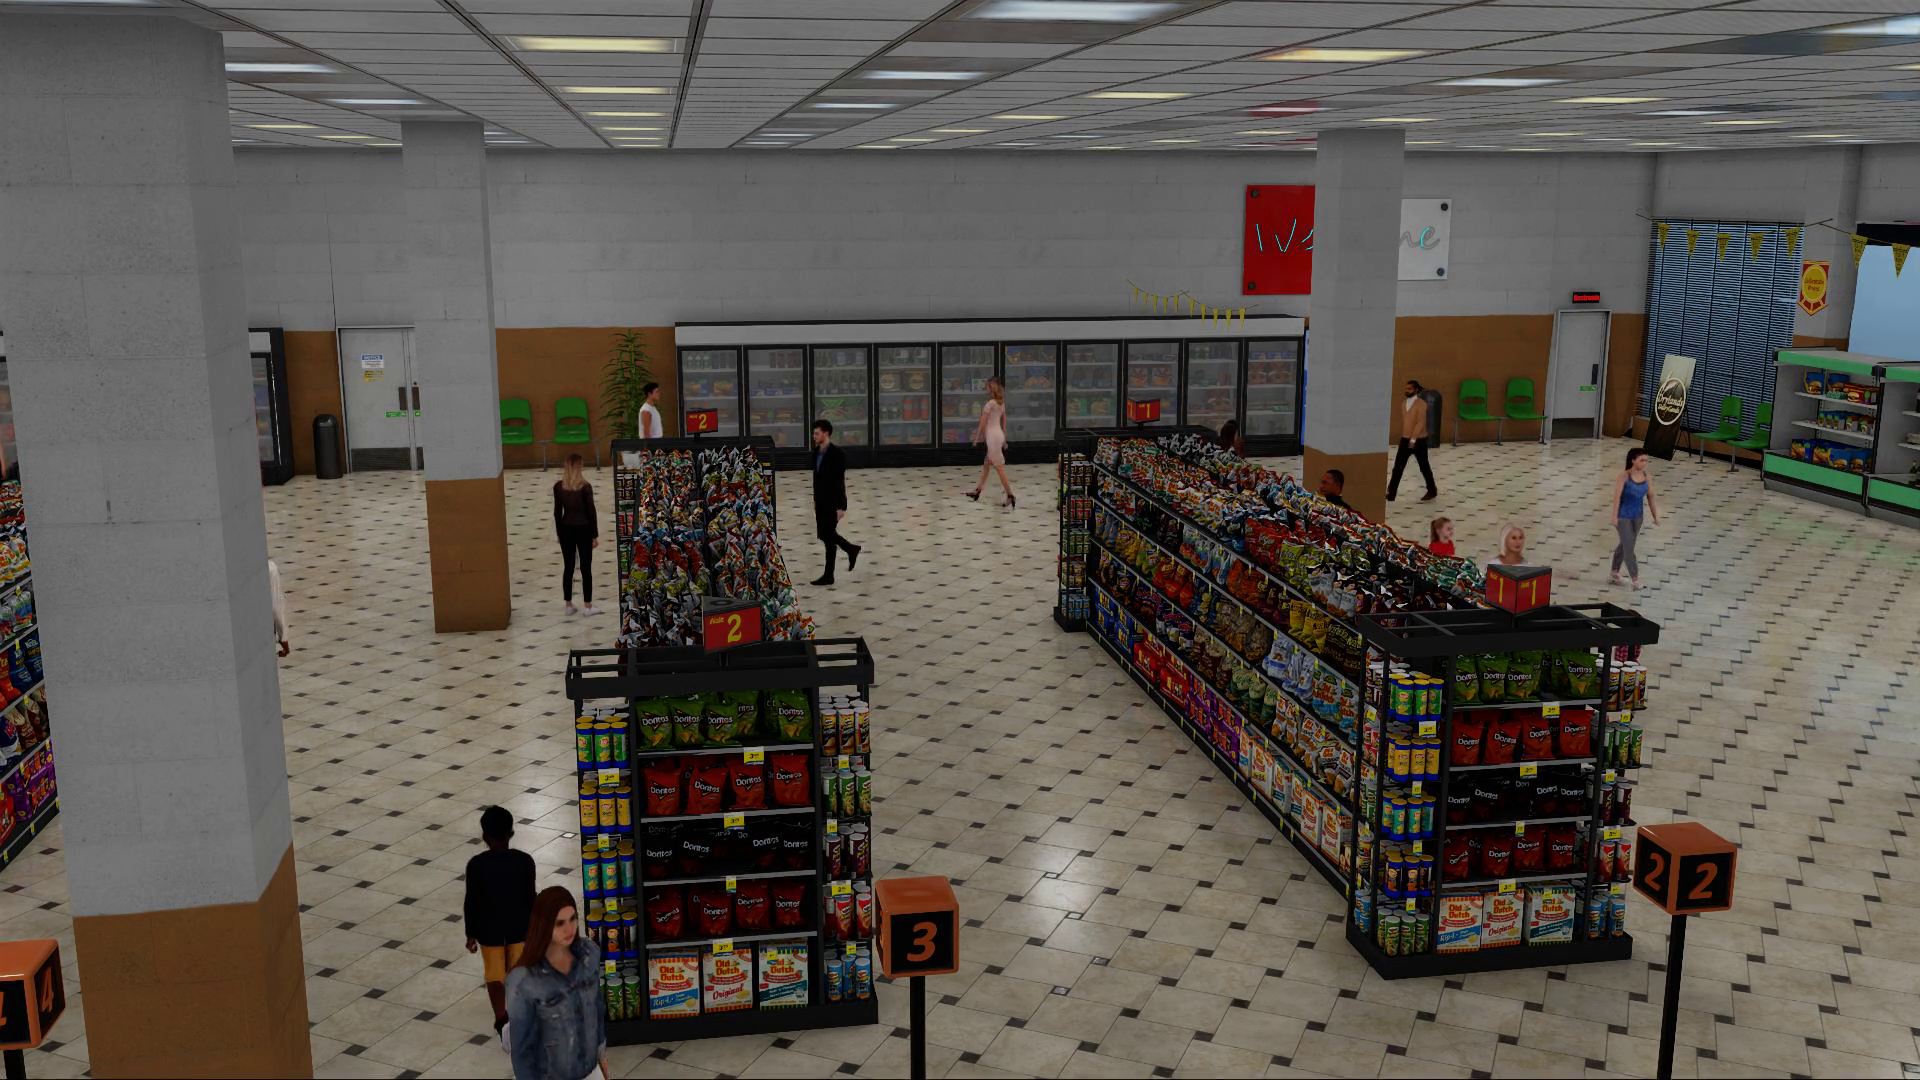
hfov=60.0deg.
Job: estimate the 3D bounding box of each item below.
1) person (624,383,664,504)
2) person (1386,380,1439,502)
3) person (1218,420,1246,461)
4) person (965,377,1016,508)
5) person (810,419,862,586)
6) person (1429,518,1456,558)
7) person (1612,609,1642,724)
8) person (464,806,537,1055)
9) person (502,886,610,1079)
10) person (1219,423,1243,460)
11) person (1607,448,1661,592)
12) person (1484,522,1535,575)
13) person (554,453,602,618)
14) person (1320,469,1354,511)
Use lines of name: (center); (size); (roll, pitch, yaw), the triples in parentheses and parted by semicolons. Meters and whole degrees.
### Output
person: (-4.344, -1.267, 22.910); (0.864, 1.760, 1.093); (1, 12, 3)
person: (6.492, -1.367, 23.511); (1.009, 1.708, 1.207); (-7, 14, -30)
person: (3.762, -1.051, 23.106); (0.566, 1.256, 0.543); (1, 12, 5)
person: (0.560, -1.307, 23.058); (1.114, 1.777, 1.071); (8, 14, 32)
person: (-1.394, -0.431, 18.694); (1.083, 1.861, 1.099); (-10, 16, -40)
person: (4.611, 0.417, 16.147); (0.947, 1.251, 0.838); (10, 16, 40)
person: (5.465, 1.068, 13.612); (0.560, 1.022, 0.499); (8, 14, 33)
person: (-2.338, 2.014, 8.561); (0.605, 1.251, 0.839); (-4, 13, -18)
person: (-1.672, 2.174, 6.756); (0.983, 1.683, 0.893); (11, 16, 43)
person: (3.081, -0.511, 19.598); (1.028, 1.646, 1.093); (-10, 16, -40)
person: (7.401, -0.246, 18.506); (0.674, 1.576, 0.977); (-5, 13, -21)
person: (4.434, 0.706, 13.658); (0.668, 1.712, 1.080); (-1, 12, -3)
person: (-3.998, -0.057, 17.300); (0.675, 1.703, 0.646); (3, 12, 14)
person: (3.364, 0.294, 15.146); (0.792, 1.904, 0.619); (-5, 13, -21)
